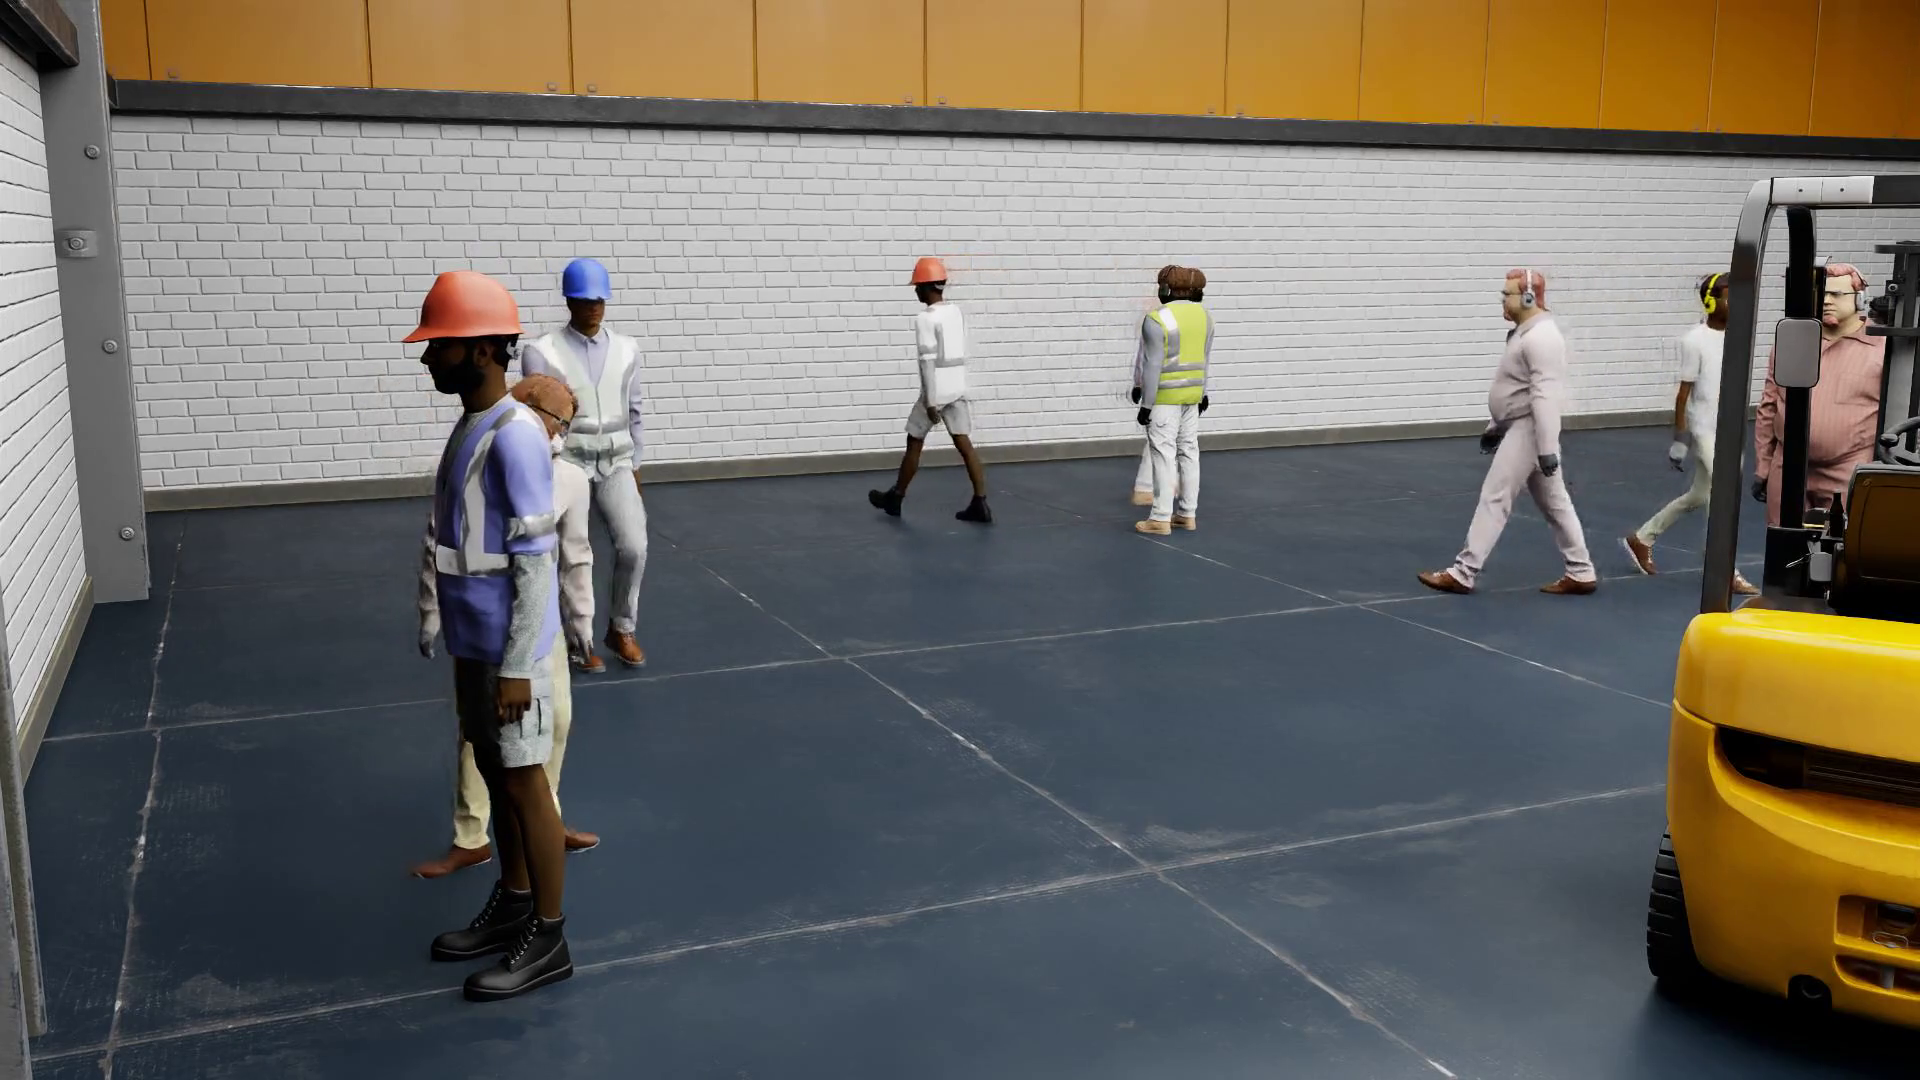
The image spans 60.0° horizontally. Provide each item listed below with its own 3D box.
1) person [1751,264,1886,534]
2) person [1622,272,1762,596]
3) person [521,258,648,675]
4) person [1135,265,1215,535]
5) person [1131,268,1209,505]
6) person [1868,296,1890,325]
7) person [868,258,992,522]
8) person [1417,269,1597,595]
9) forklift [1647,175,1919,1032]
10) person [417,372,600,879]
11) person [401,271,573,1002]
[{"bbox_3d":[3.982,-0.311,7.690,0.639,1.908,0.409,10,14,44],"label":"person"},{"bbox_3d":[4.306,-0.635,9.667,0.527,1.839,0.880,-8,13,-36],"label":"person"},{"bbox_3d":[-1.705,-0.320,7.667,0.606,1.929,0.508,-7,12,-32],"label":"person"},{"bbox_3d":[1.452,-0.961,11.448,0.633,1.843,0.429,-9,14,-41],"label":"person"},{"bbox_3d":[1.631,-1.165,12.688,0.803,1.797,0.646,-5,11,-24],"label":"person"},{"bbox_3d":[6.087,-0.790,11.019,0.859,1.653,0.535,5,11,24],"label":"person"},{"bbox_3d":[-0.184,-1.074,11.964,1.010,1.879,0.565,8,13,37],"label":"person"},{"bbox_3d":[3.176,-0.593,9.388,0.988,1.855,0.648,3,11,18],"label":"person"},{"bbox_3d":[2.810,0.094,4.662,1.214,2.155,2.313,7,12,34],"label":"forklift"},{"bbox_3d":[-1.459,0.278,5.264,0.626,1.609,0.317,-6,12,-32],"label":"person"},{"bbox_3d":[-1.263,0.258,4.466,0.358,1.938,0.548,-6,12,-31],"label":"person"}]
